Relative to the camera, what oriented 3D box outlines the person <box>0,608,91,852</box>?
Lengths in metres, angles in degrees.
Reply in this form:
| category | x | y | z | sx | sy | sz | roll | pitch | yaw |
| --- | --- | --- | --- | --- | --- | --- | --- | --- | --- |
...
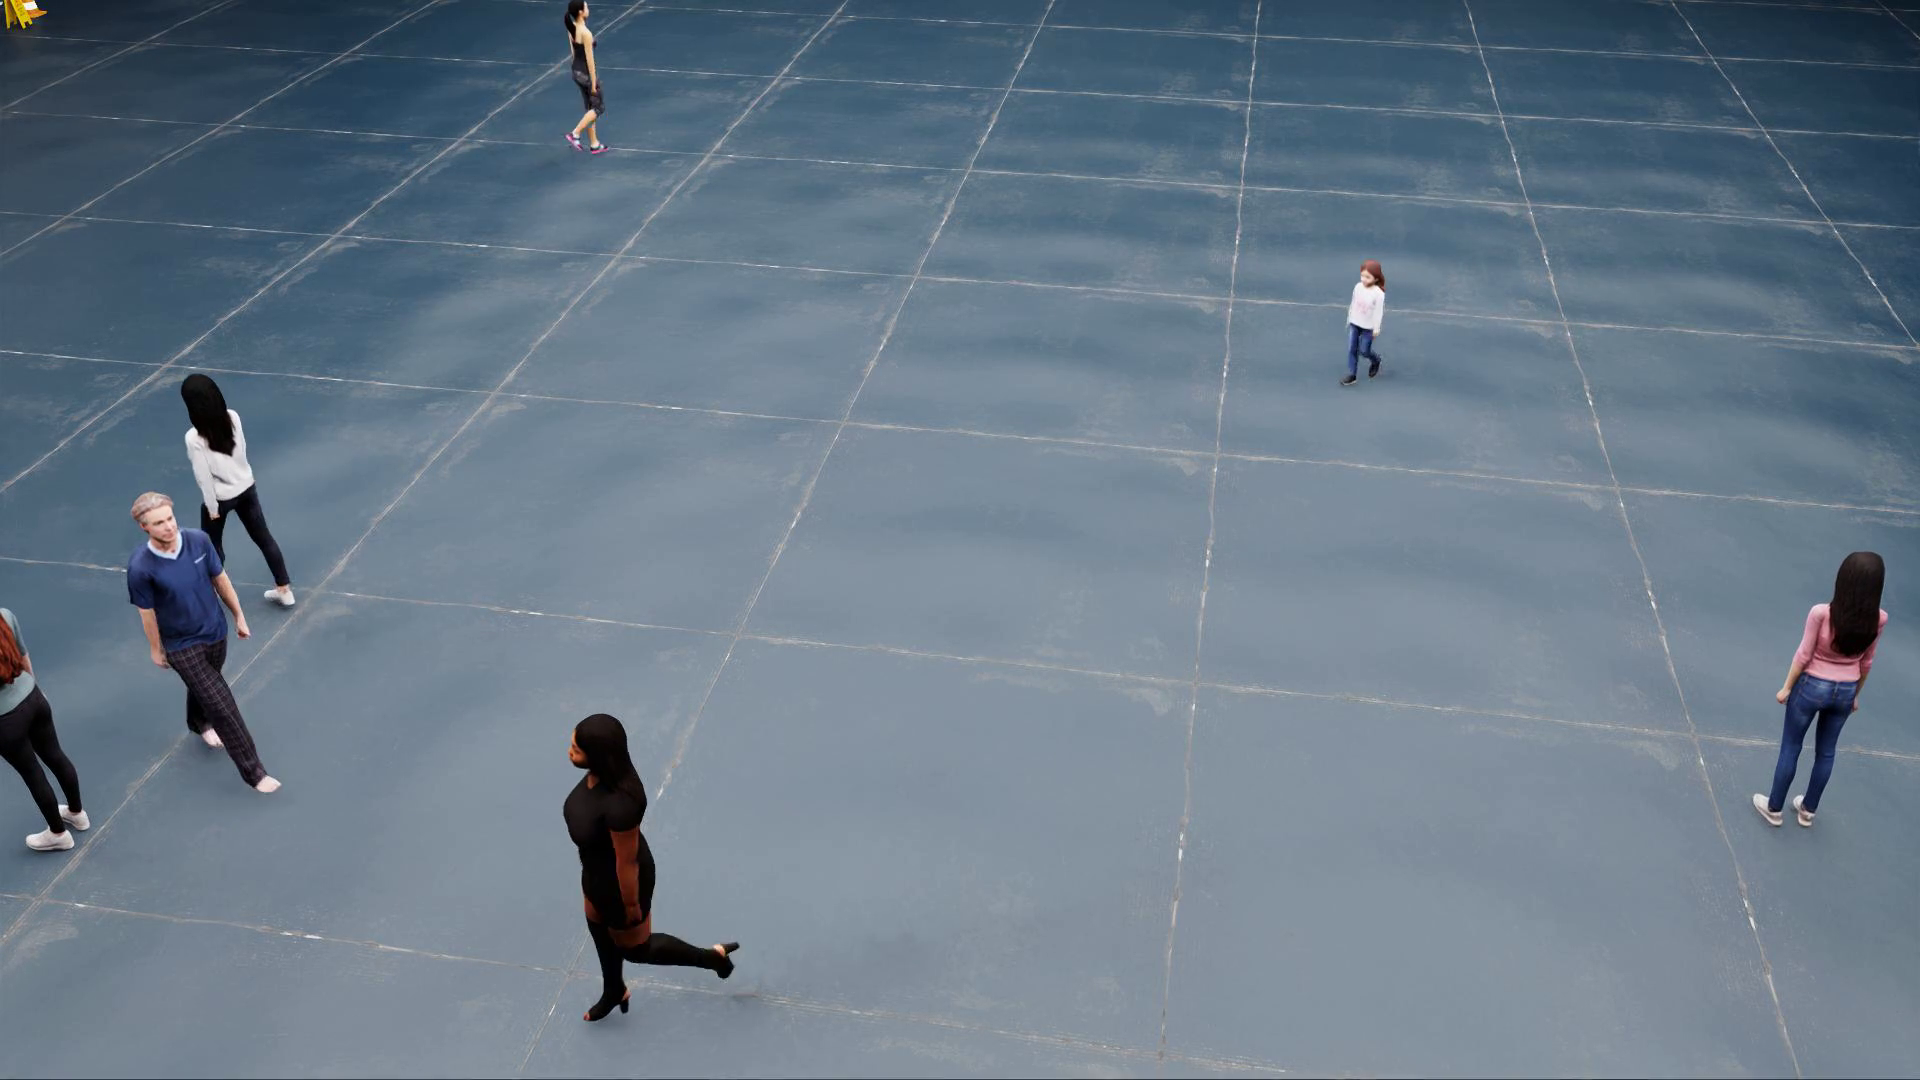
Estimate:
| category | x | y | z | sx | sy | sz | roll | pitch | yaw |
| --- | --- | --- | --- | --- | --- | --- | --- | --- | --- |
| person | -5.027 | 0.923 | 8.844 | 0.547 | 1.742 | 0.592 | 8 | 33 | 13 |

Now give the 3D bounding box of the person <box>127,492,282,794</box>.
| category | x | y | z | sx | sy | sz | roll | pitch | yaw |
| --- | --- | --- | --- | --- | --- | --- | --- | --- | --- |
| person | -4.364 | 0.534 | 9.395 | 1.289 | 1.812 | 1.011 | 20 | 37 | 29 |

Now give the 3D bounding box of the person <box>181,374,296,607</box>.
| category | x | y | z | sx | sy | sz | roll | pitch | yaw |
| --- | --- | --- | --- | --- | --- | --- | --- | --- | --- |
| person | -4.677 | -0.273 | 10.811 | 1.042 | 1.666 | 0.780 | 13 | 34 | 19 |

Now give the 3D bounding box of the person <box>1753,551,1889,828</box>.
| category | x | y | z | sx | sy | sz | roll | pitch | yaw |
| --- | --- | --- | --- | --- | --- | --- | --- | --- | --- |
| person | 4.680 | 0.815 | 9.016 | 0.440 | 1.742 | 0.642 | 3 | 32 | 4 |

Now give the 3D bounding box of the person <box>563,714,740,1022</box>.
| category | x | y | z | sx | sy | sz | roll | pitch | yaw |
| --- | --- | --- | --- | --- | --- | --- | --- | --- | --- |
| person | -1.503 | 1.555 | 7.755 | 1.120 | 1.835 | 0.942 | -10 | 34 | -15 |

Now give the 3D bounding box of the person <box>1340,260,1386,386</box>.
| category | x | y | z | sx | sy | sz | roll | pitch | yaw |
| --- | --- | --- | --- | --- | --- | --- | --- | --- | --- |
| person | 3.380 | -1.812 | 13.780 | 0.681 | 1.103 | 0.630 | -23 | 39 | -32 |

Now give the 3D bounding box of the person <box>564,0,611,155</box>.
| category | x | y | z | sx | sy | sz | roll | pitch | yaw |
| --- | --- | --- | --- | --- | --- | --- | --- | --- | --- |
| person | -4.219 | -5.091 | 18.403 | 0.856 | 1.715 | 0.836 | -28 | 42 | -37 |
